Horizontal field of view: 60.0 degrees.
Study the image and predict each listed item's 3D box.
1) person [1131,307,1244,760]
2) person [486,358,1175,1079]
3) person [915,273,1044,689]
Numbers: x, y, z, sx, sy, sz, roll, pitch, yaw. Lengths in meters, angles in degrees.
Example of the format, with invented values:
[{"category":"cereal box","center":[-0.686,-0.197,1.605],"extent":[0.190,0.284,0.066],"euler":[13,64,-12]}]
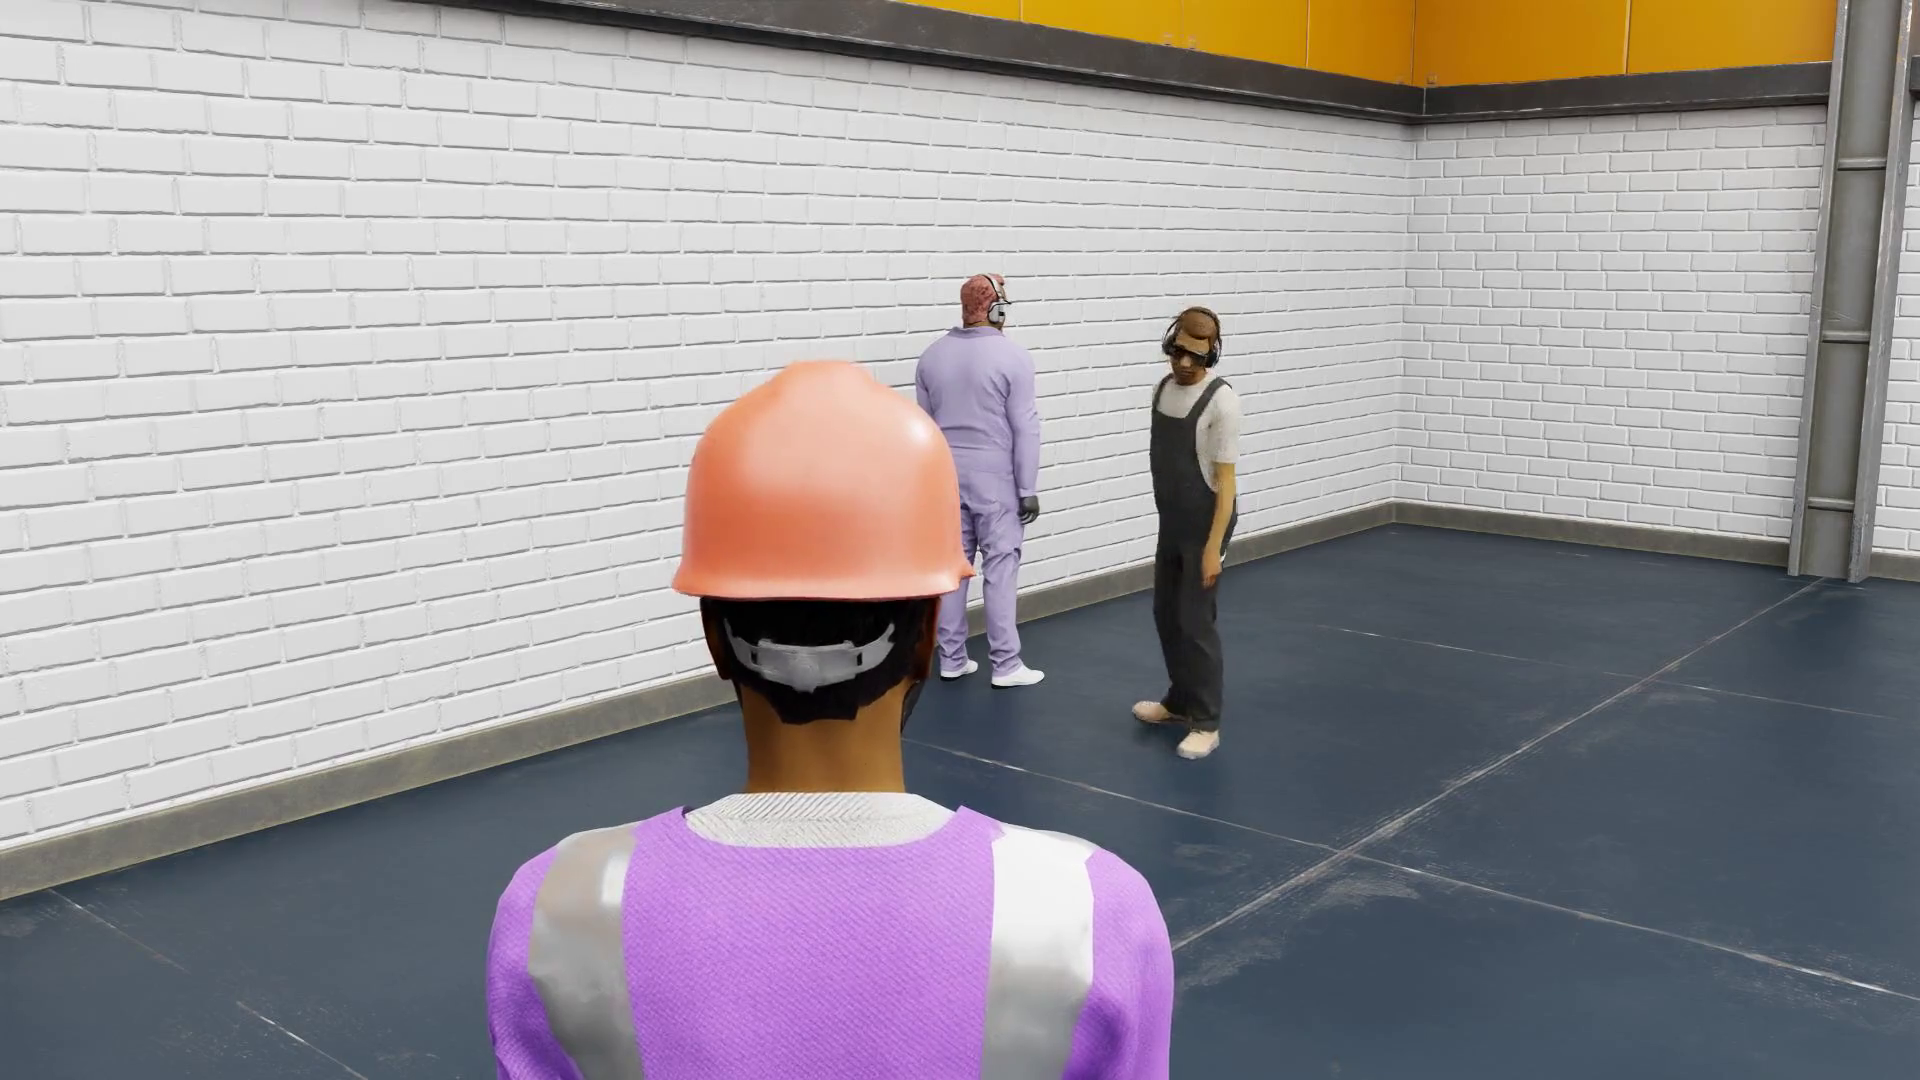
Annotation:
[{"category":"person","center":[0.912,-0.031,6.643],"extent":[0.450,1.802,0.646],"euler":[-5,11,-26]},{"category":"person","center":[-0.096,0.818,1.418],"extent":[0.544,1.938,0.356],"euler":[0,10,1]},{"category":"person","center":[0.110,-0.270,7.697],"extent":[0.643,1.910,0.400],"euler":[7,12,36]}]
